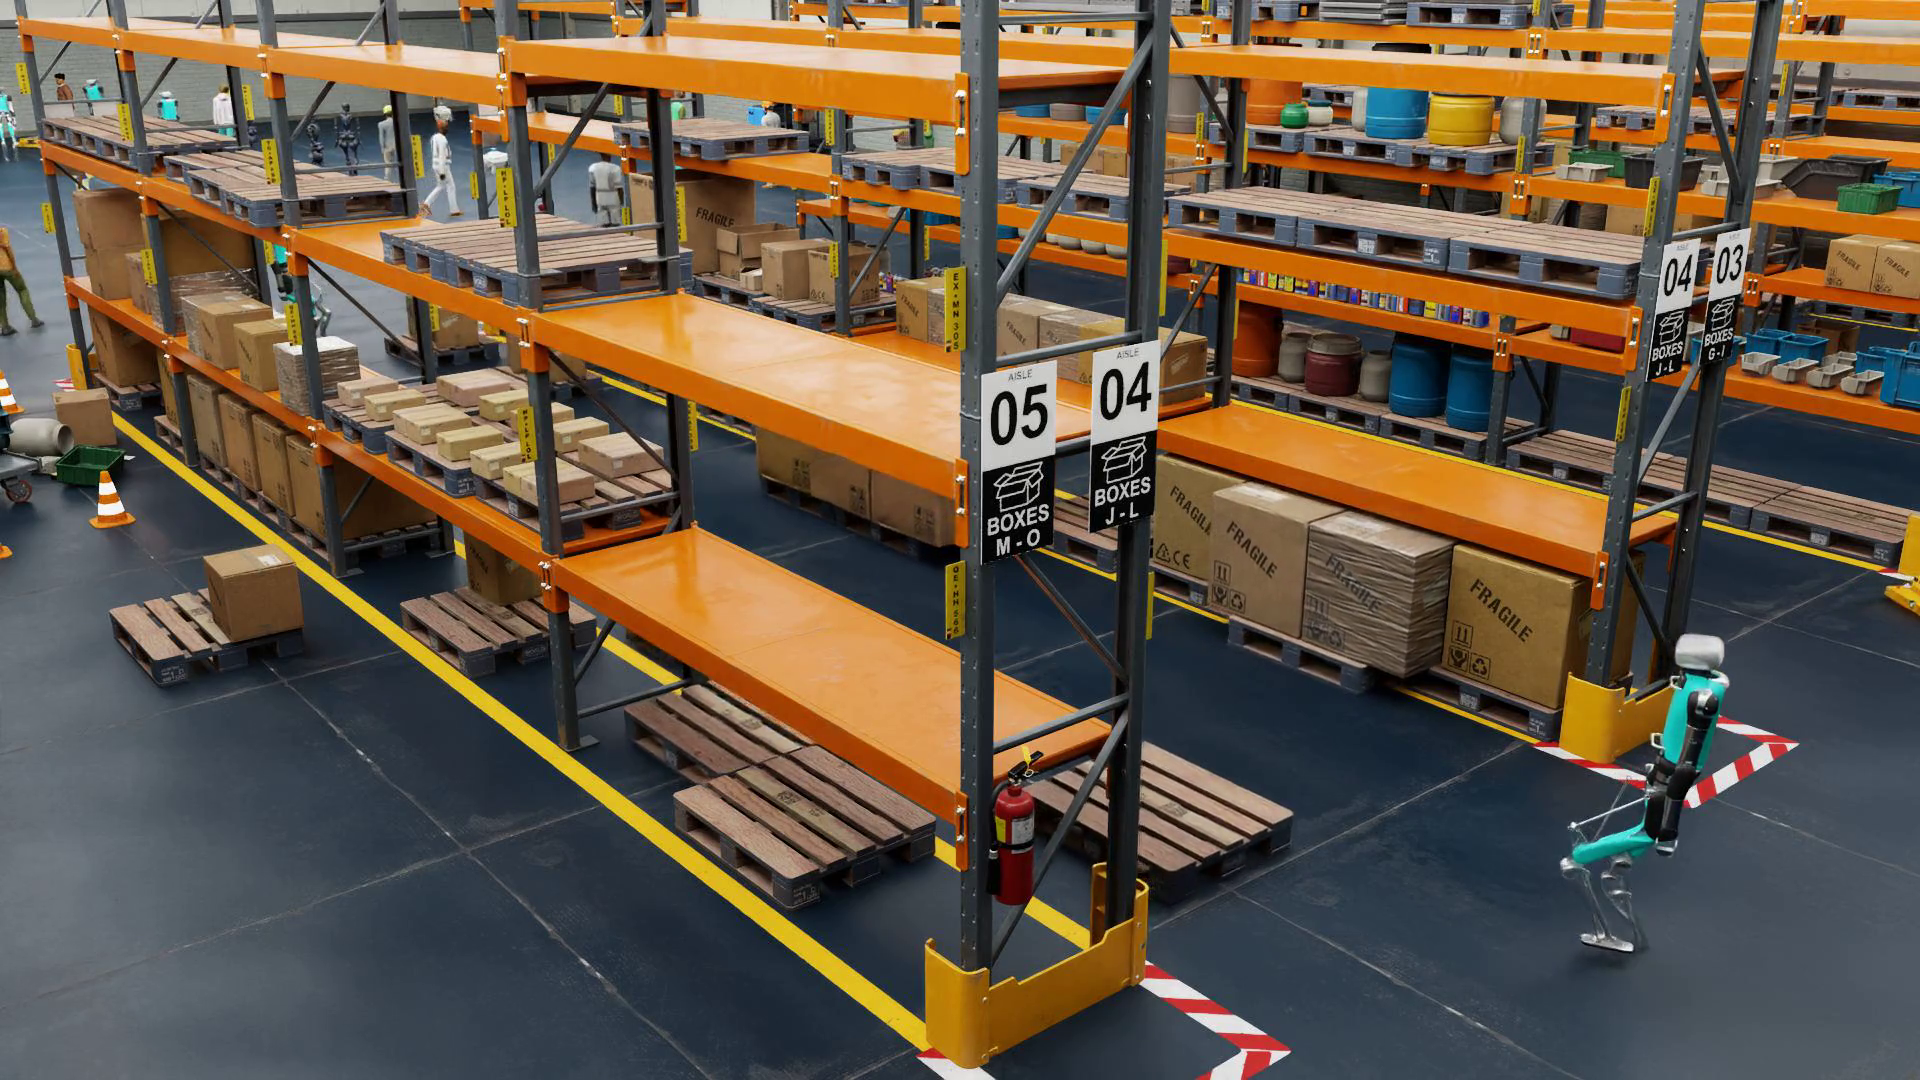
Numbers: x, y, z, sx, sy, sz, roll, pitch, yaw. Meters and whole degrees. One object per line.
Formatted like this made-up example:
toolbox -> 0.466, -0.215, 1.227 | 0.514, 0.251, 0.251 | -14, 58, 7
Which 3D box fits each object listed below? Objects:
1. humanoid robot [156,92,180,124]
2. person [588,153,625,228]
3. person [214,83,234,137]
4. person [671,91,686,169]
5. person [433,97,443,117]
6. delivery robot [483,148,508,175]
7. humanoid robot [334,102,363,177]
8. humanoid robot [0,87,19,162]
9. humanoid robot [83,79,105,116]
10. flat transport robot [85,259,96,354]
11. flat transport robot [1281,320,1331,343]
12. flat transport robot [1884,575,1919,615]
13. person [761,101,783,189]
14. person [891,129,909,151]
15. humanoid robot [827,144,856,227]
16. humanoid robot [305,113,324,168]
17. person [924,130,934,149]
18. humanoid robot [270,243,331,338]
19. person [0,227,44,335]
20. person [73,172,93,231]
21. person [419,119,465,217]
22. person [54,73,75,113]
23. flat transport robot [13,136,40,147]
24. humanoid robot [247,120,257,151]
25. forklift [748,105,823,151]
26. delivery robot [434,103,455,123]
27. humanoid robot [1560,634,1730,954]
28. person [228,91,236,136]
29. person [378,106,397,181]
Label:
humanoid robot -> -18.939, -9.777, 39.618 | 1.020, 1.768, 0.536 | 12, 23, 30
person -> -5.723, -5.477, 26.993 | 0.610, 1.948, 0.559 | 9, 21, 23
person -> -17.746, -10.092, 40.251 | 0.517, 1.867, 0.924 | -5, 20, -14
person -> -6.366, -9.322, 37.924 | 0.465, 1.968, 0.524 | -13, 23, -33
person -> -16.236, -14.087, 51.603 | 0.499, 1.879, 0.400 | 10, 22, 26
delivery robot -> -10.716, -8.730, 38.373 | 0.499, 0.611, 0.814 | 7, 21, 19
humanoid robot -> -13.833, -9.034, 37.541 | 0.608, 1.643, 0.467 | -3, 20, -9
humanoid robot -> -23.130, -10.029, 40.299 | 0.530, 1.825, 0.668 | -12, 23, -31
humanoid robot -> -22.516, -11.241, 43.760 | 0.546, 1.761, 0.879 | 1, 19, 3
flat transport robot -> -9.934, -2.328, 20.562 | 1.431, 0.231, 0.659 | -11, 22, -29
flat transport robot -> 4.201, -2.619, 21.390 | 0.659, 0.231, 1.431 | -13, 23, -33
flat transport robot -> 7.937, 0.439, 12.688 | 1.431, 0.231, 0.659 | -2, 19, -5
person -> -4.062, -8.512, 35.724 | 0.389, 1.889, 0.569 | 16, 25, 38
person -> -1.139, -6.893, 31.321 | 0.504, 1.742, 0.553 | 9, 21, 23
humanoid robot -> -2.246, -6.440, 30.100 | 0.825, 1.795, 0.540 | -15, 24, -37
humanoid robot -> -13.704, -8.293, 35.484 | 0.750, 1.638, 0.608 | -3, 20, -10
person -> -0.685, -7.410, 32.822 | 0.471, 1.735, 0.326 | -18, 26, -42
humanoid robot -> -8.173, -3.183, 20.747 | 0.855, 1.733, 0.566 | 1, 19, 2
person -> -12.624, -3.587, 22.012 | 0.461, 1.681, 0.747 | 1, 19, 3
person -> -15.808, -6.477, 29.925 | 0.403, 1.892, 0.523 | -10, 22, -27
person -> -9.914, -7.057, 31.625 | 0.745, 1.860, 0.581 | -13, 23, -32
person -> -23.646, -11.416, 44.030 | 0.803, 1.854, 0.383 | 16, 25, 38
flat transport robot -> -24.174, -10.530, 43.904 | 0.659, 0.231, 1.431 | 7, 20, 18
humanoid robot -> -16.534, -9.436, 38.761 | 0.744, 1.656, 0.591 | 1, 19, 3
forklift -> -4.526, -11.368, 42.374 | 1.129, 2.768, 1.873 | -15, 24, -37
delivery robot -> -15.535, -12.815, 49.929 | 0.499, 0.564, 0.737 | -12, 23, -31
humanoid robot -> 3.234, 1.302, 8.100 | 0.748, 1.832, 0.535 | 7, 21, 19
person -> -19.743, -11.843, 45.506 | 0.631, 1.677, 0.539 | 14, 24, 34
person -> -12.261, -8.481, 35.881 | 0.555, 1.717, 0.900 | -13, 23, -32
